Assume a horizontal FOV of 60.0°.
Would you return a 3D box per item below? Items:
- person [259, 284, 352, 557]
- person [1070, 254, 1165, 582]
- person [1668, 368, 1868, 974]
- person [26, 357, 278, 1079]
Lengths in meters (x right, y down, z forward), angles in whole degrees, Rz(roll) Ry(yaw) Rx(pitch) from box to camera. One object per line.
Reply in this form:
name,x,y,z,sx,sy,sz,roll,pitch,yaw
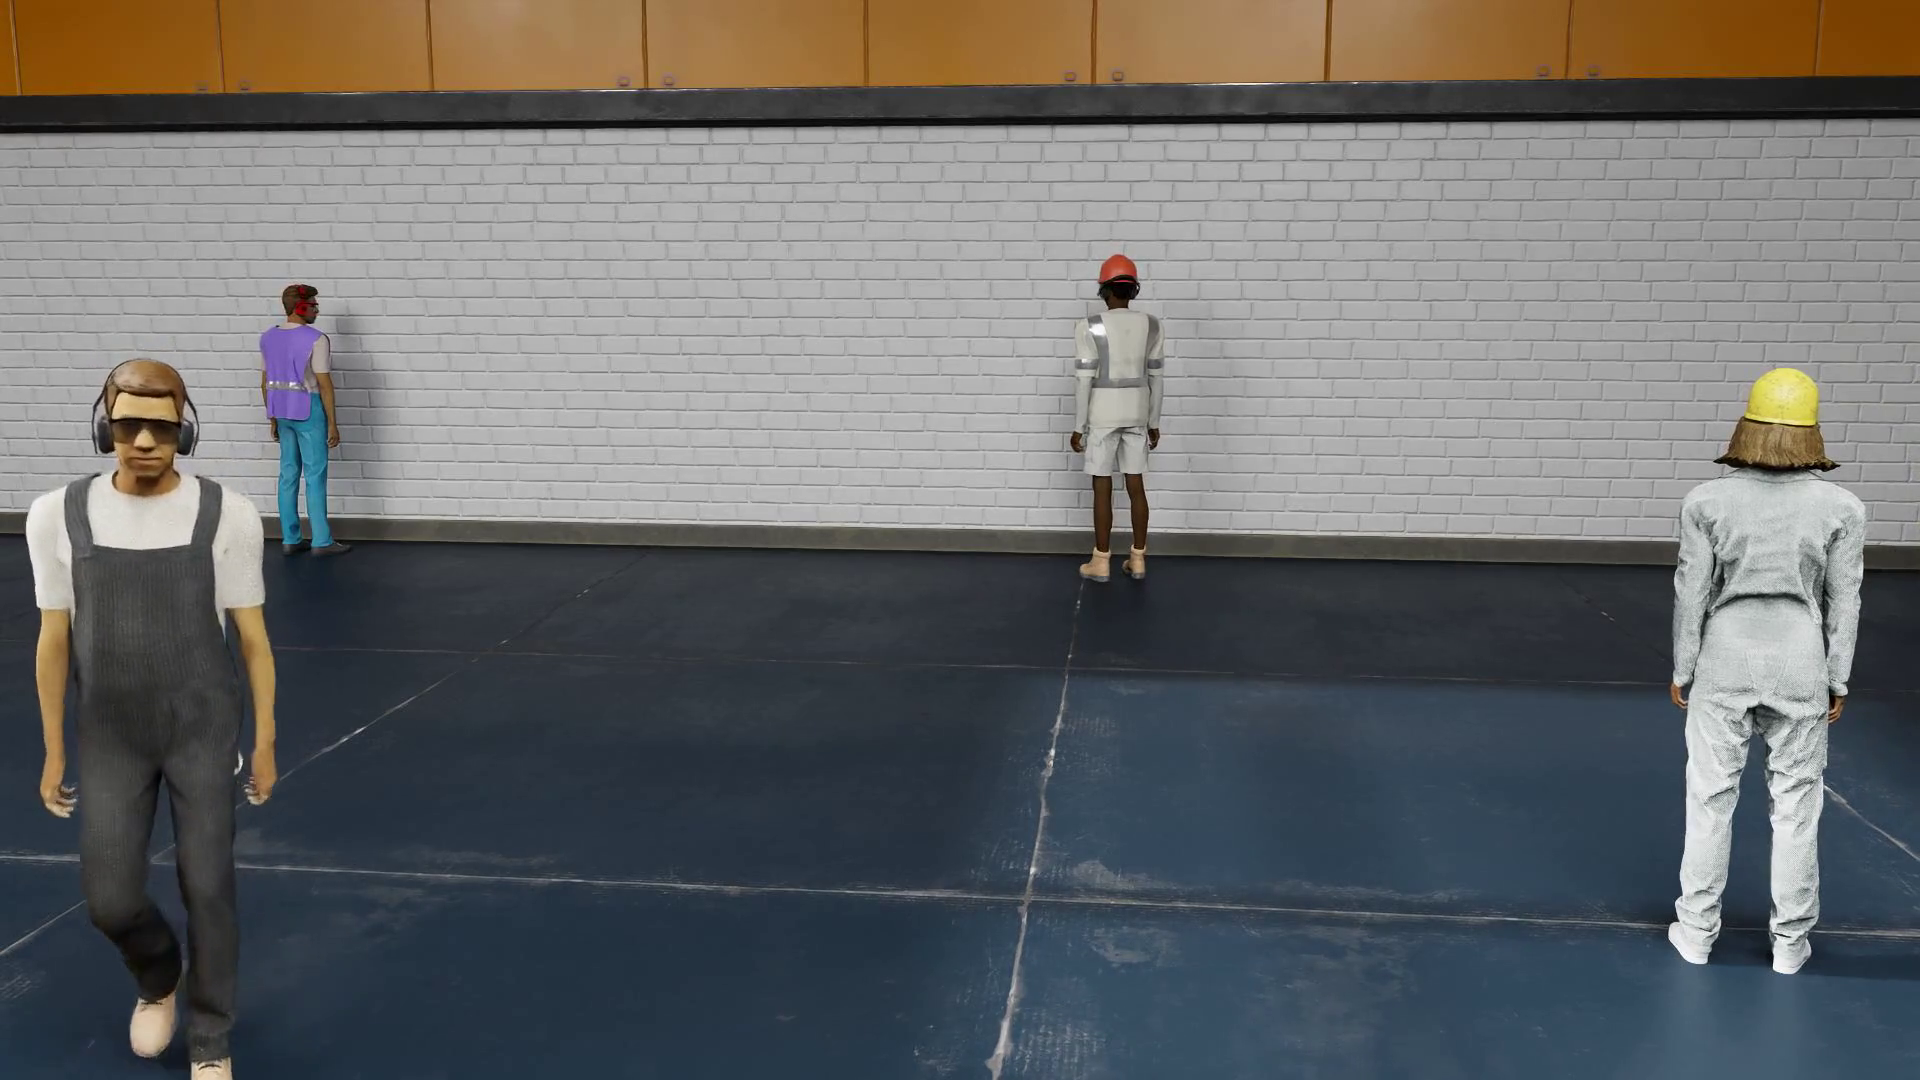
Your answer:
person,-4.474,-0.804,11.277,0.570,1.841,0.373,4,11,22
person,0.975,-0.758,10.445,0.614,2.042,0.373,-4,11,-20
person,2.300,0.380,4.791,0.487,1.744,0.296,4,11,20
person,-1.921,0.474,4.006,0.533,1.827,0.454,-4,11,-20
